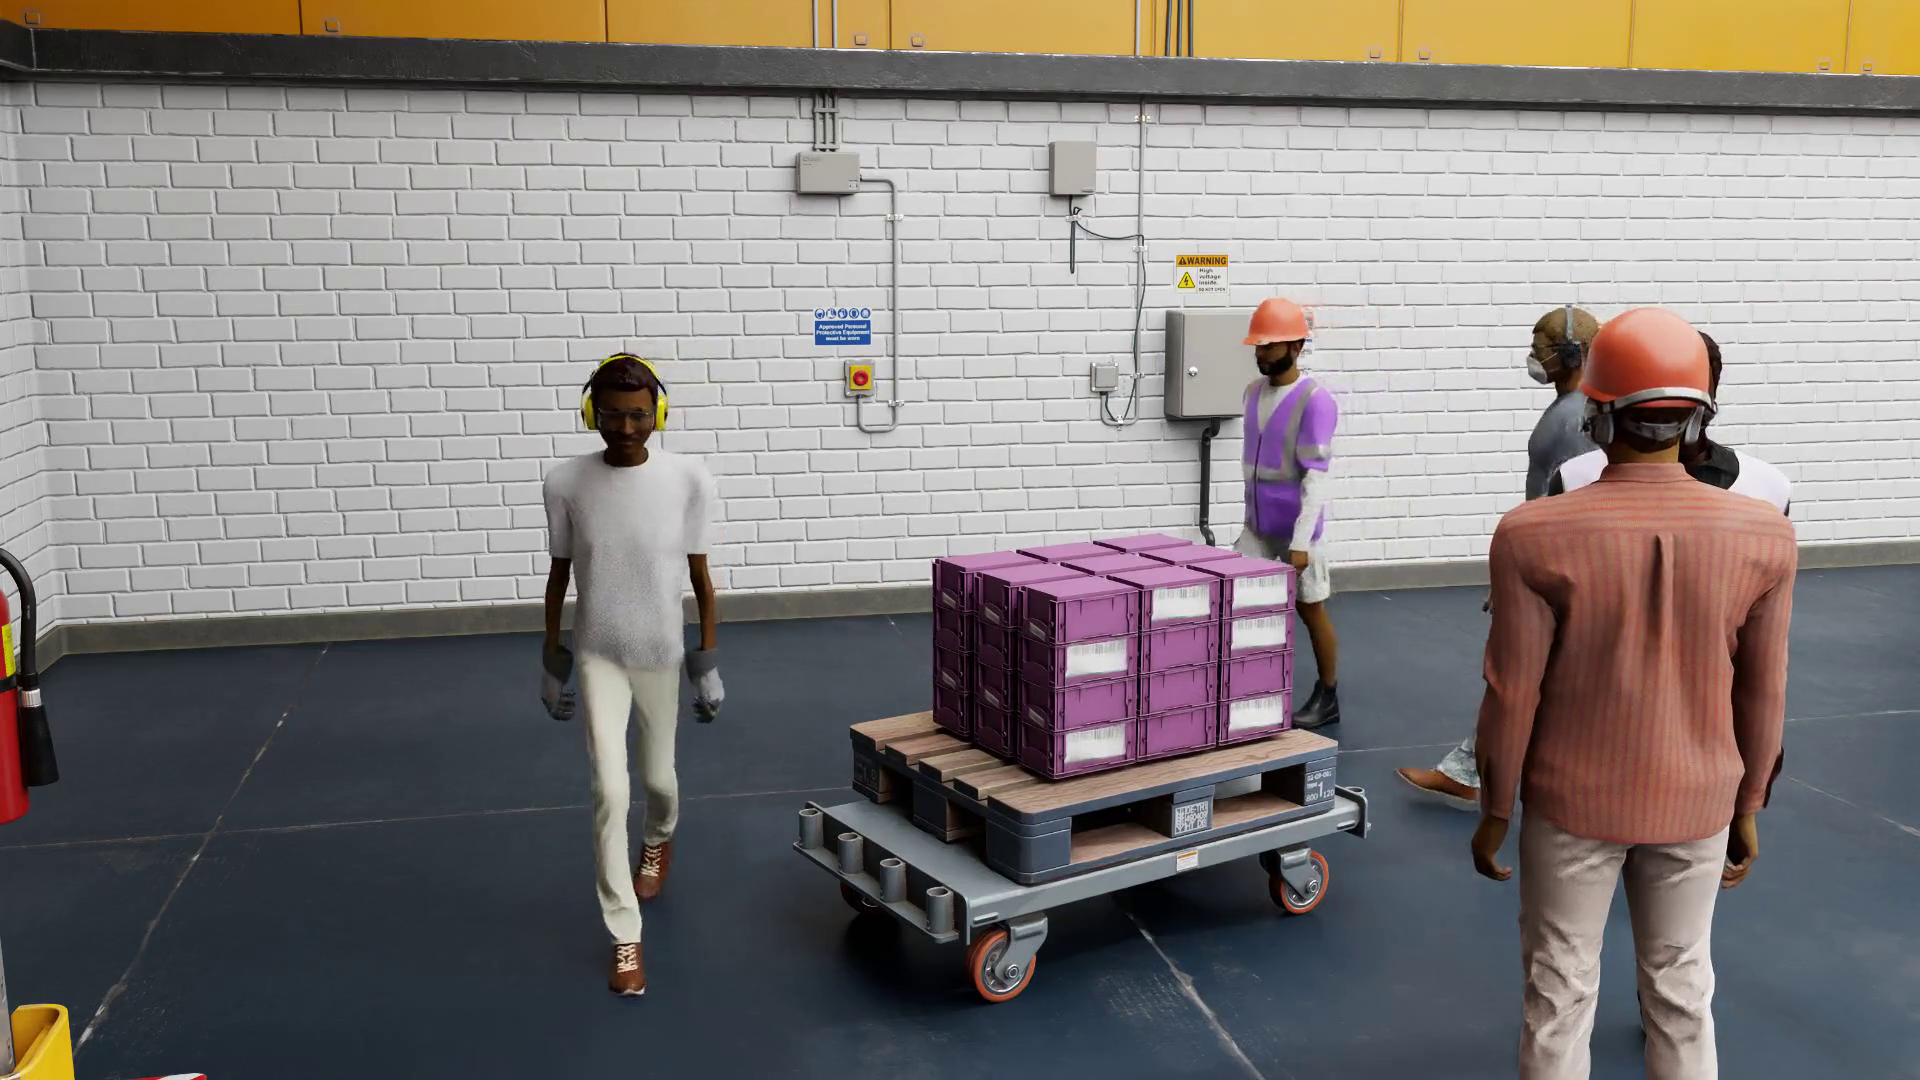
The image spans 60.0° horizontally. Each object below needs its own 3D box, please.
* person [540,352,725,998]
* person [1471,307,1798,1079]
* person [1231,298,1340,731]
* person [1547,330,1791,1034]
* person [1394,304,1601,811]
[{"bbox_3d":[-0.987,0.335,4.998,0.535,1.827,0.892,-2,10,-10],"label":"person"},{"bbox_3d":[1.357,0.530,3.416,0.611,1.997,0.375,0,10,1],"label":"person"},{"bbox_3d":[1.299,-0.066,7.023,0.994,1.881,0.573,-6,12,-32],"label":"person"},{"bbox_3d":[1.769,0.416,4.264,0.597,1.916,0.370,1,10,7],"label":"person"},{"bbox_3d":[2.086,0.114,5.982,0.888,1.898,0.633,2,10,12],"label":"person"}]
